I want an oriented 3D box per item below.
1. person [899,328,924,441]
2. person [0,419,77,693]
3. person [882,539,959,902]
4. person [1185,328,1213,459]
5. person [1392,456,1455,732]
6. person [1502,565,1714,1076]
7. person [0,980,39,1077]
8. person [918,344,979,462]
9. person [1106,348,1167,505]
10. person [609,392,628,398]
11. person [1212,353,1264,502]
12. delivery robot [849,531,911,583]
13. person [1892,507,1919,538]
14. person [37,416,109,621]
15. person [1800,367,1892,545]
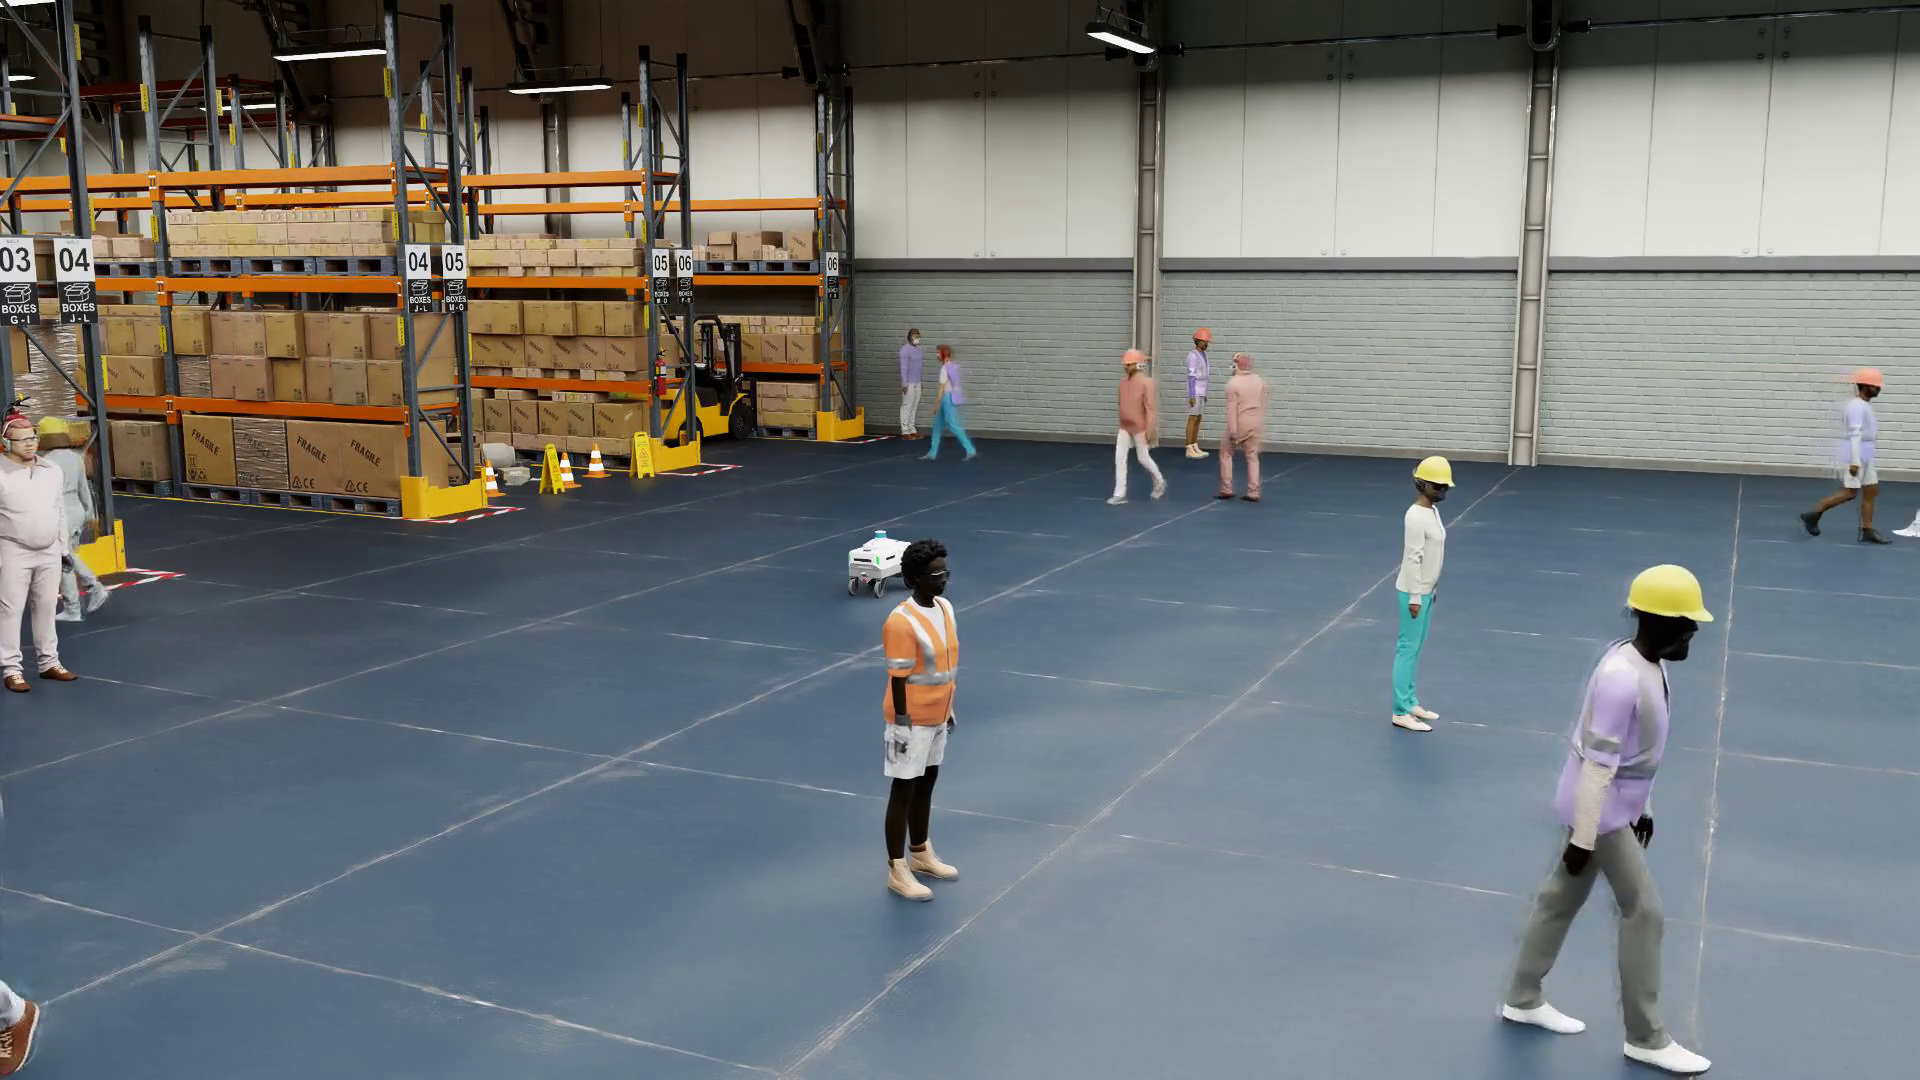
[{"bbox_3d":[-0.830,-2.691,28.741,0.376,1.934,0.629,5,10,26],"label":"person"},{"bbox_3d":[-6.555,0.097,11.727,0.399,1.909,0.642,5,10,26],"label":"person"},{"bbox_3d":[-0.181,0.830,7.873,0.322,1.696,0.536,5,10,26],"label":"person"},{"bbox_3d":[3.742,-2.291,25.978,0.403,2.035,0.609,5,10,26],"label":"person"},{"bbox_3d":[2.989,0.335,10.721,0.337,1.761,0.526,5,10,26],"label":"person"},{"bbox_3d":[2.487,1.010,6.226,0.848,1.872,0.591,4,10,24],"label":"person"},{"bbox_3d":[-3.622,1.119,5.708,0.521,1.841,0.909,1,9,7],"label":"person"},{"bbox_3d":[-0.155,-2.080,25.396,0.931,1.807,0.581,1,9,6],"label":"person"},{"bbox_3d":[2.243,-1.437,20.977,0.920,1.963,0.623,-8,12,-42],"label":"person"},{"bbox_3d":[-5.584,-2.302,26.660,0.451,1.827,0.647,4,10,25],"label":"person"},{"bbox_3d":[3.537,-1.432,21.198,0.649,1.879,0.749,-6,11,-33],"label":"person"},{"bbox_3d":[-0.725,0.159,15.192,0.477,0.478,0.707,4,10,25],"label":"delivery robot"},{"bbox_3d":[10.801,-0.918,18.036,0.980,1.886,0.586,9,13,42],"label":"person"},{"bbox_3d":[-7.509,-0.174,13.932,0.391,1.726,0.501,1,9,6],"label":"person"},{"bbox_3d":[9.625,-0.914,17.939,0.832,1.911,0.551,8,12,40],"label":"person"}]
